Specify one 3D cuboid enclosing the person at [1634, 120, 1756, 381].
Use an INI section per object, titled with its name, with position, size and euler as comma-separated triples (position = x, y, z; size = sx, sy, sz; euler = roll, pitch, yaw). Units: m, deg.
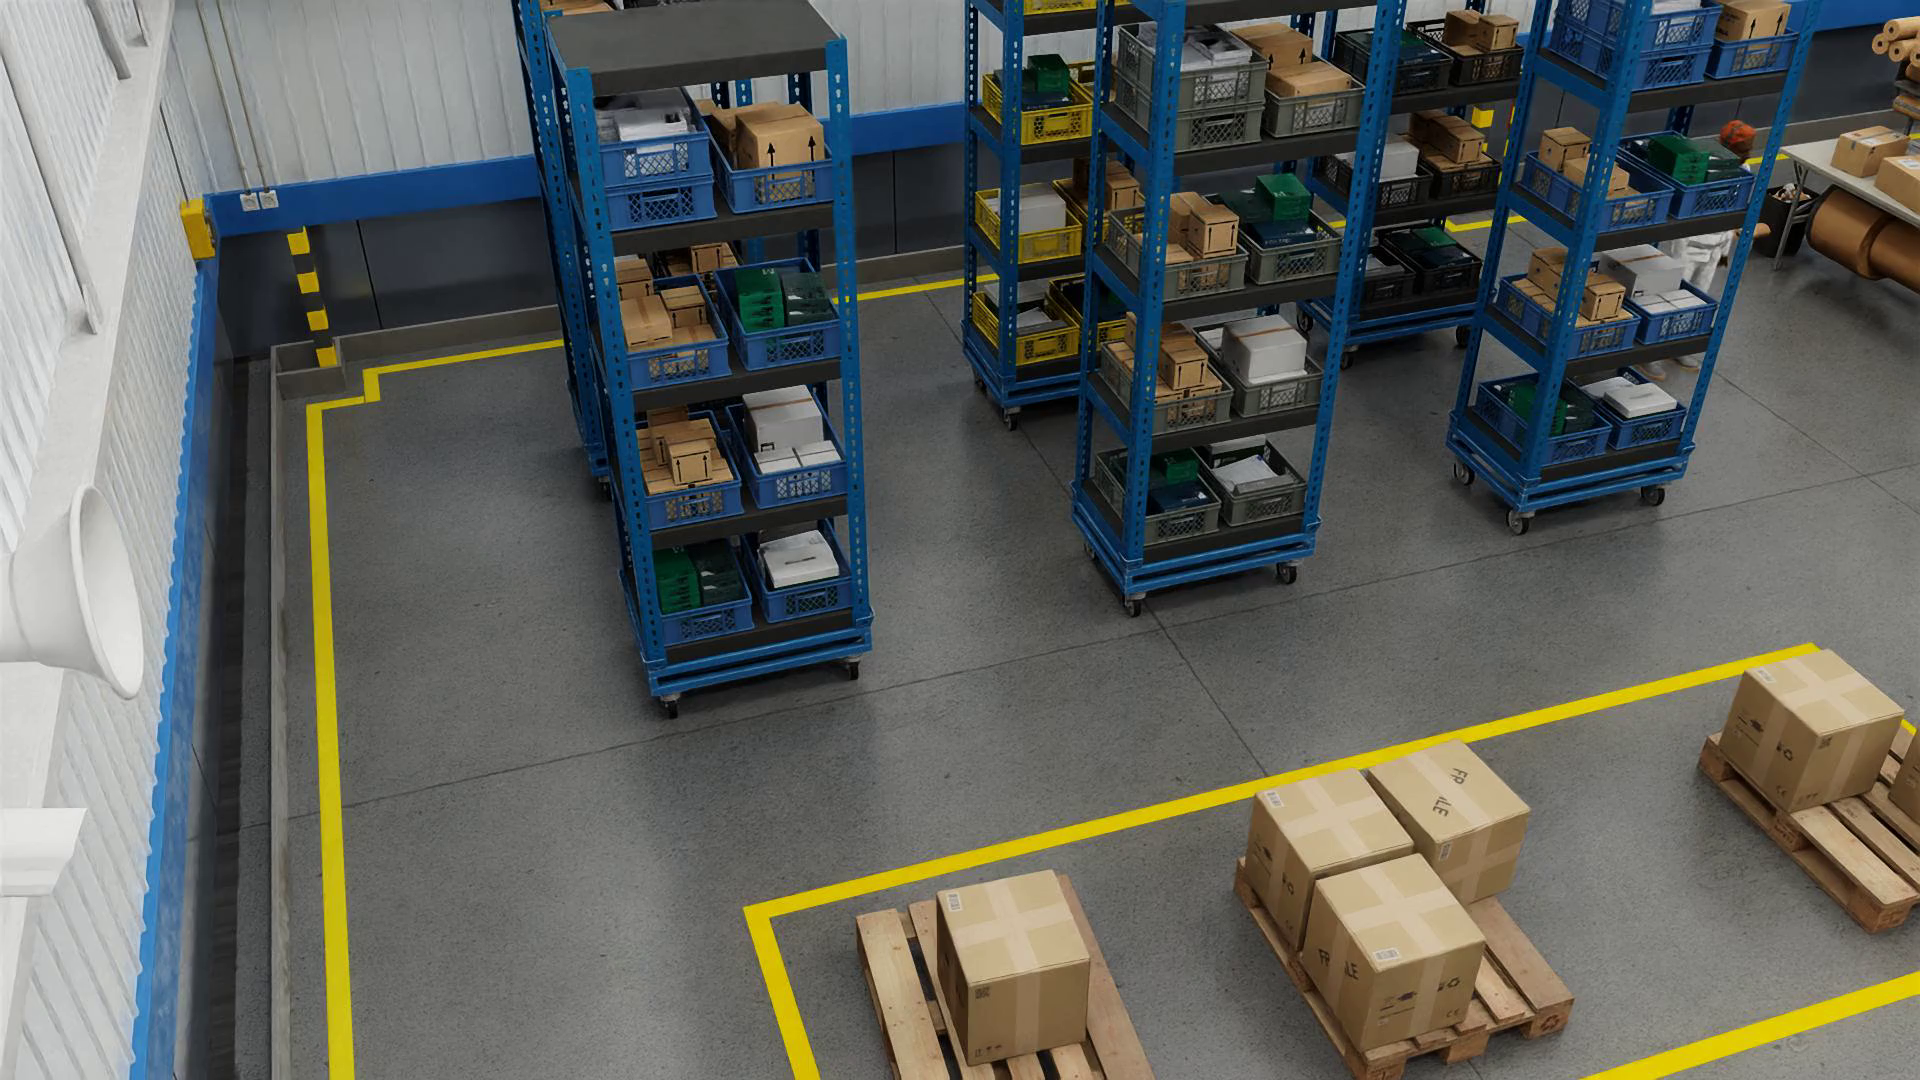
[person]
position = 5.108, -1.995, 11.497
size = 0.567, 1.877, 0.344
euler = -16, 38, -21
